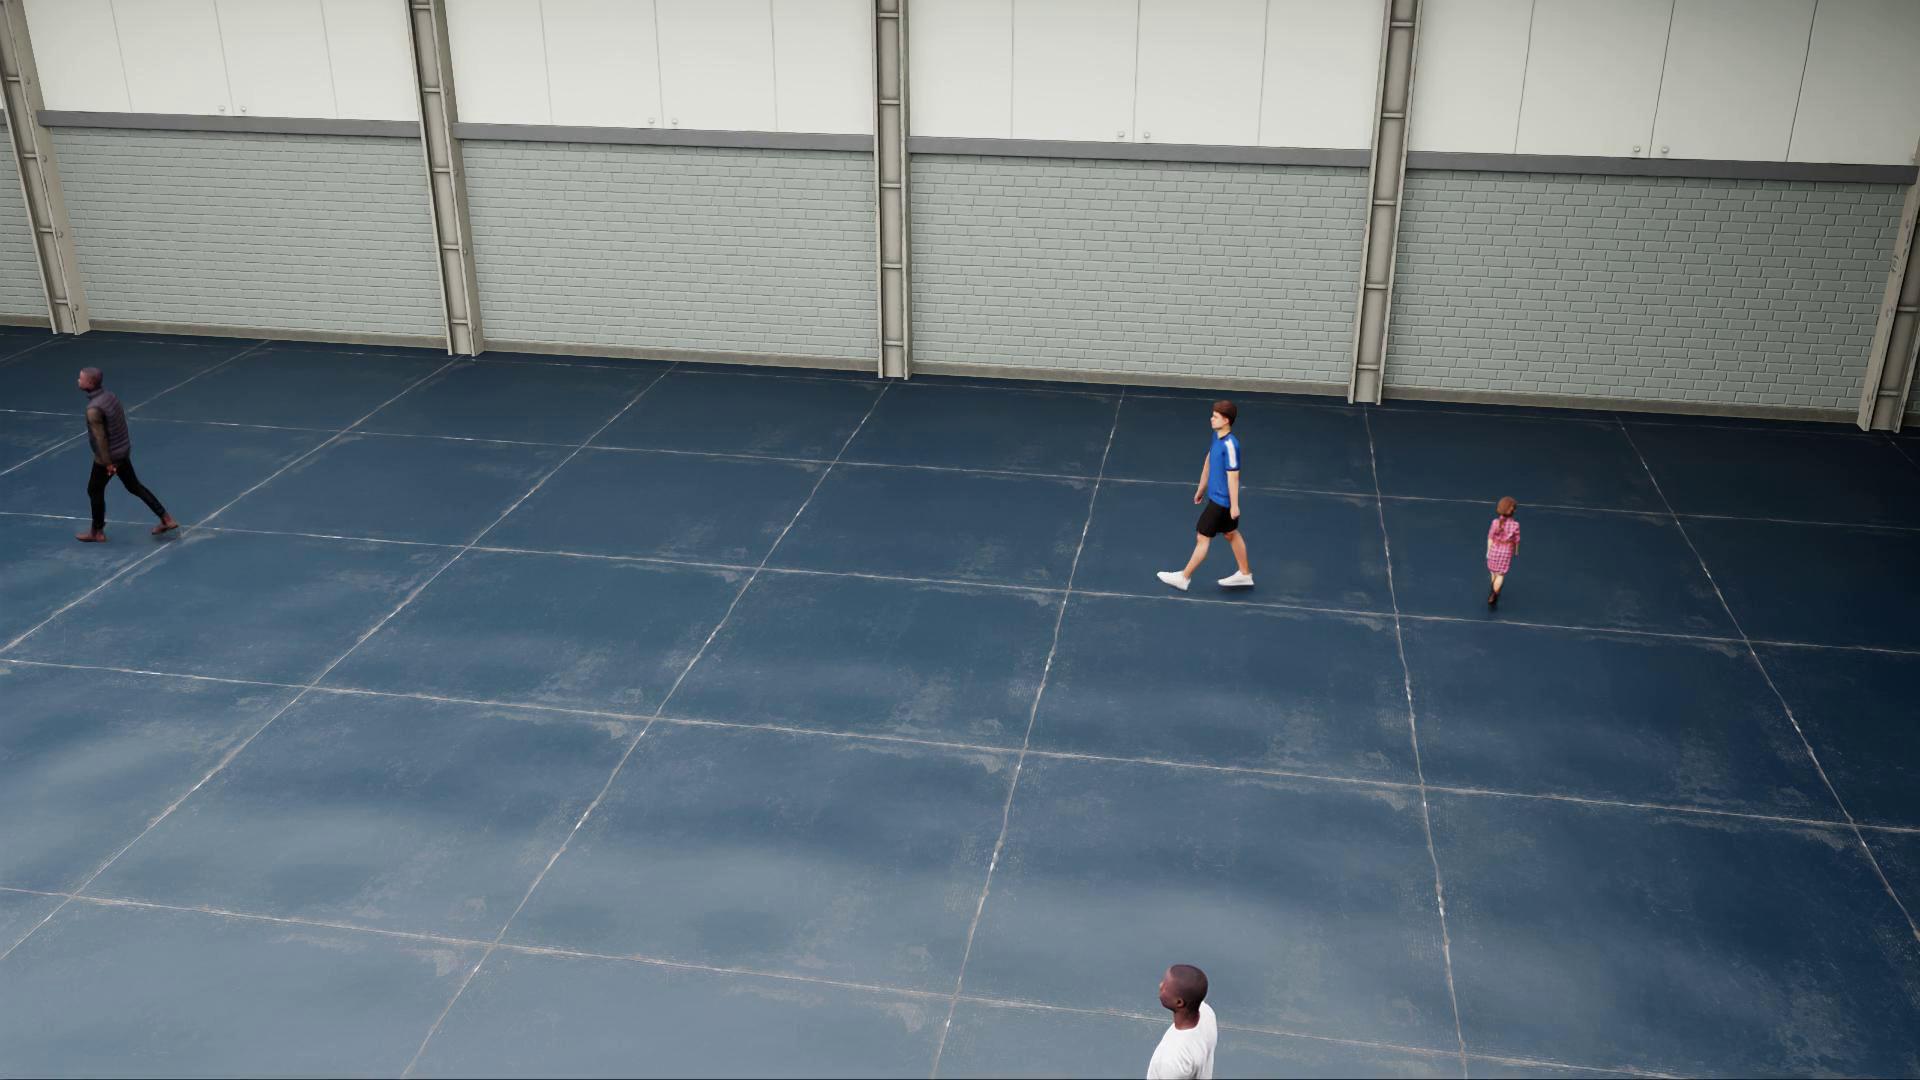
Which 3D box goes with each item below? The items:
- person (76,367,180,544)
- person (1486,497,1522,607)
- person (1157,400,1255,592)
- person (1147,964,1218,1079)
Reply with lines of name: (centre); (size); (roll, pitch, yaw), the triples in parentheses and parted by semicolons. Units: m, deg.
person: (-8.235, -0.816, 16.338); (1.263, 1.791, 0.892); (-1, 23, -3)
person: (4.930, 0.108, 15.151); (0.724, 1.020, 0.648); (13, 26, 28)
person: (2.501, -0.376, 15.269); (1.244, 1.818, 0.885); (-2, 23, -6)
person: (1.026, 2.772, 7.845); (0.603, 1.835, 0.708); (9, 25, 21)
